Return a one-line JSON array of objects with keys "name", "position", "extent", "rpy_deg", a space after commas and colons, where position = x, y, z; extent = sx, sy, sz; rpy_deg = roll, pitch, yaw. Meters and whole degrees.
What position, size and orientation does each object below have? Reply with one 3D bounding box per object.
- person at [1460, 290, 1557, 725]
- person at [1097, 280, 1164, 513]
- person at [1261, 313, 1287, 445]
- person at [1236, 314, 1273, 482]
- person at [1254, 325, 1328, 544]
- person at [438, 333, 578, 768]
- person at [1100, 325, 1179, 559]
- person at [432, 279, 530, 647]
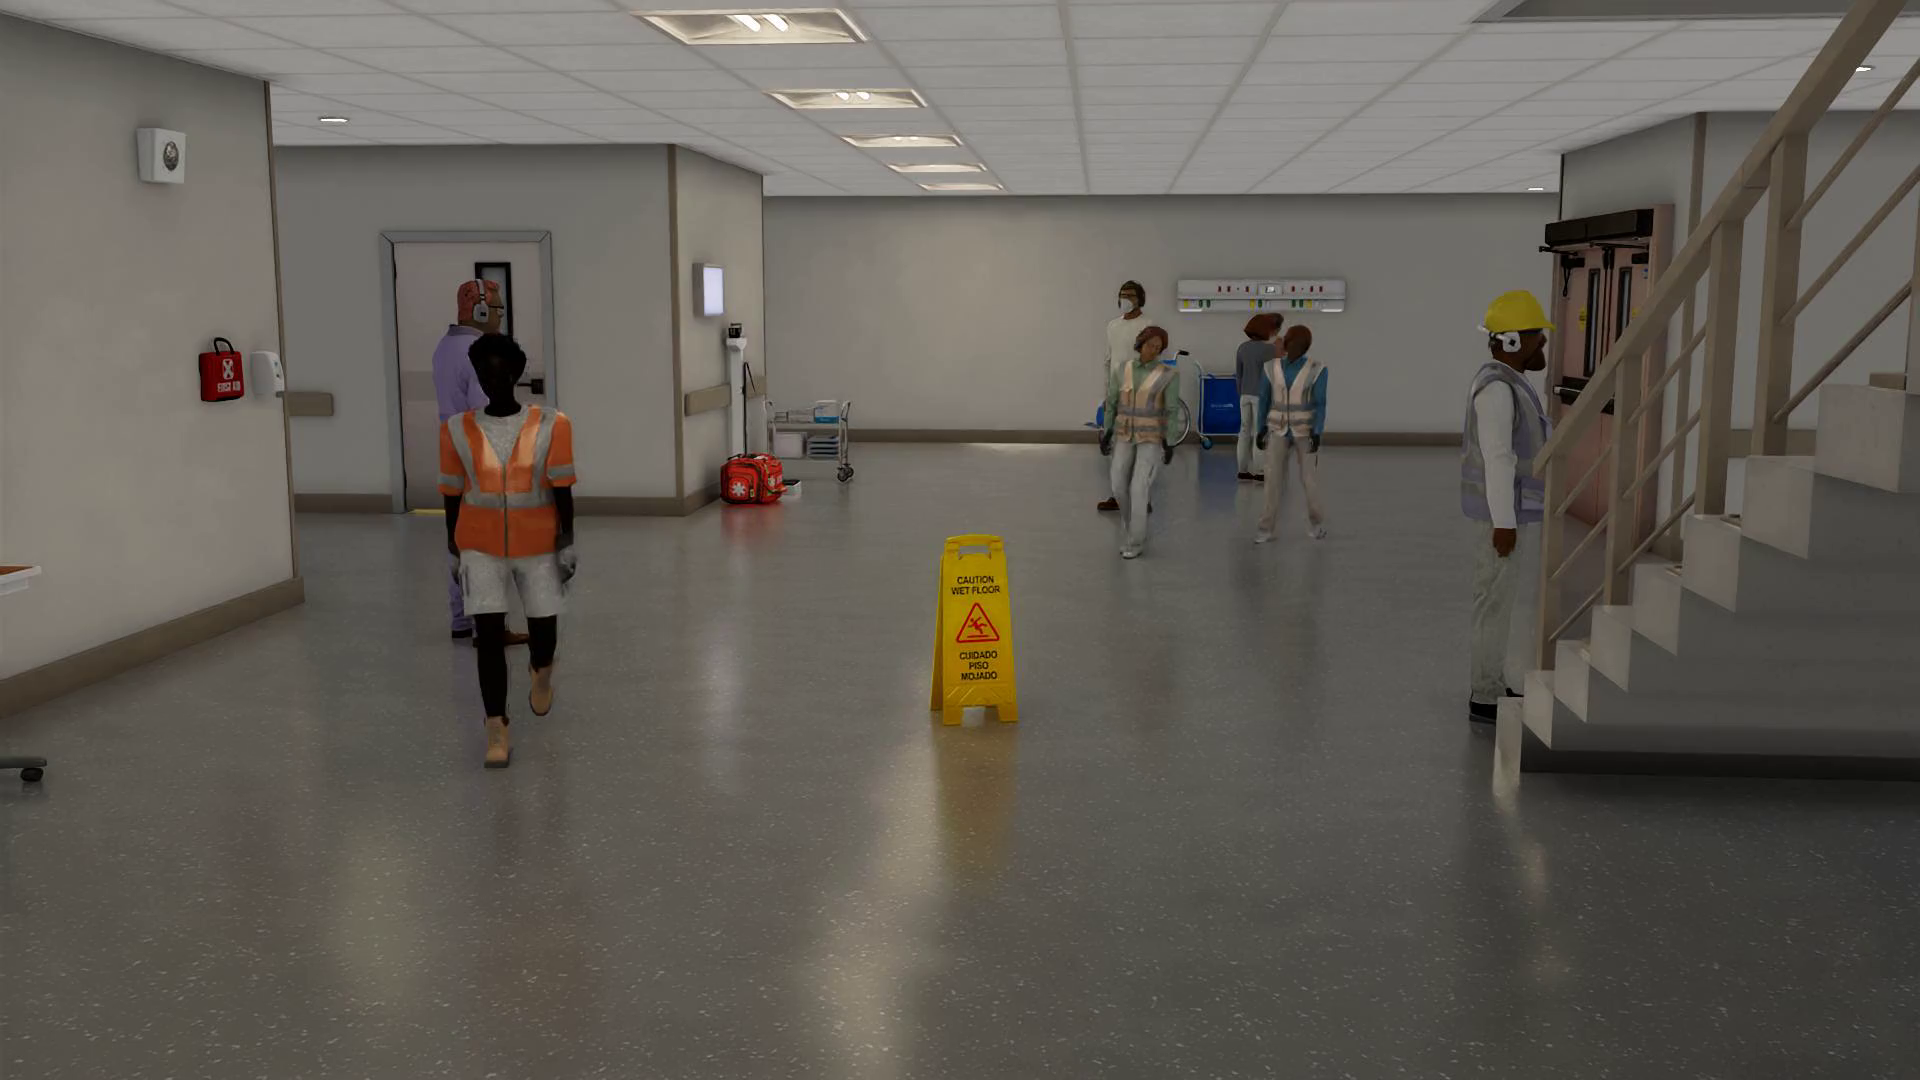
[{"name": "person", "position": [2.334, -0.135, 7.074], "extent": [0.404, 1.837, 0.590], "rpy_deg": [3, 9, 20]}, {"name": "person", "position": [1.415, -1.184, 13.853], "extent": [0.362, 1.939, 0.635], "rpy_deg": [-6, 10, -37]}, {"name": "person", "position": [3.548, -1.756, 18.837], "extent": [0.413, 1.620, 0.562], "rpy_deg": [-1, 8, -8]}, {"name": "person", "position": [2.890, -1.379, 16.217], "extent": [0.282, 1.633, 0.499], "rpy_deg": [-5, 10, -33]}, {"name": "person", "position": [2.448, -0.781, 12.292], "extent": [0.552, 1.619, 0.581], "rpy_deg": [4, 9, 26]}, {"name": "person", "position": [-1.778, 0.015, 6.579], "extent": [0.535, 1.672, 0.643], "rpy_deg": [-2, 9, -11]}, {"name": "person", "position": [1.243, -0.677, 11.494], "extent": [0.552, 1.608, 0.380], "rpy_deg": [6, 10, 36]}, {"name": "person", "position": [-2.477, -0.393, 8.636], "extent": [0.404, 1.899, 0.634], "rpy_deg": [-6, 10, -35]}]
